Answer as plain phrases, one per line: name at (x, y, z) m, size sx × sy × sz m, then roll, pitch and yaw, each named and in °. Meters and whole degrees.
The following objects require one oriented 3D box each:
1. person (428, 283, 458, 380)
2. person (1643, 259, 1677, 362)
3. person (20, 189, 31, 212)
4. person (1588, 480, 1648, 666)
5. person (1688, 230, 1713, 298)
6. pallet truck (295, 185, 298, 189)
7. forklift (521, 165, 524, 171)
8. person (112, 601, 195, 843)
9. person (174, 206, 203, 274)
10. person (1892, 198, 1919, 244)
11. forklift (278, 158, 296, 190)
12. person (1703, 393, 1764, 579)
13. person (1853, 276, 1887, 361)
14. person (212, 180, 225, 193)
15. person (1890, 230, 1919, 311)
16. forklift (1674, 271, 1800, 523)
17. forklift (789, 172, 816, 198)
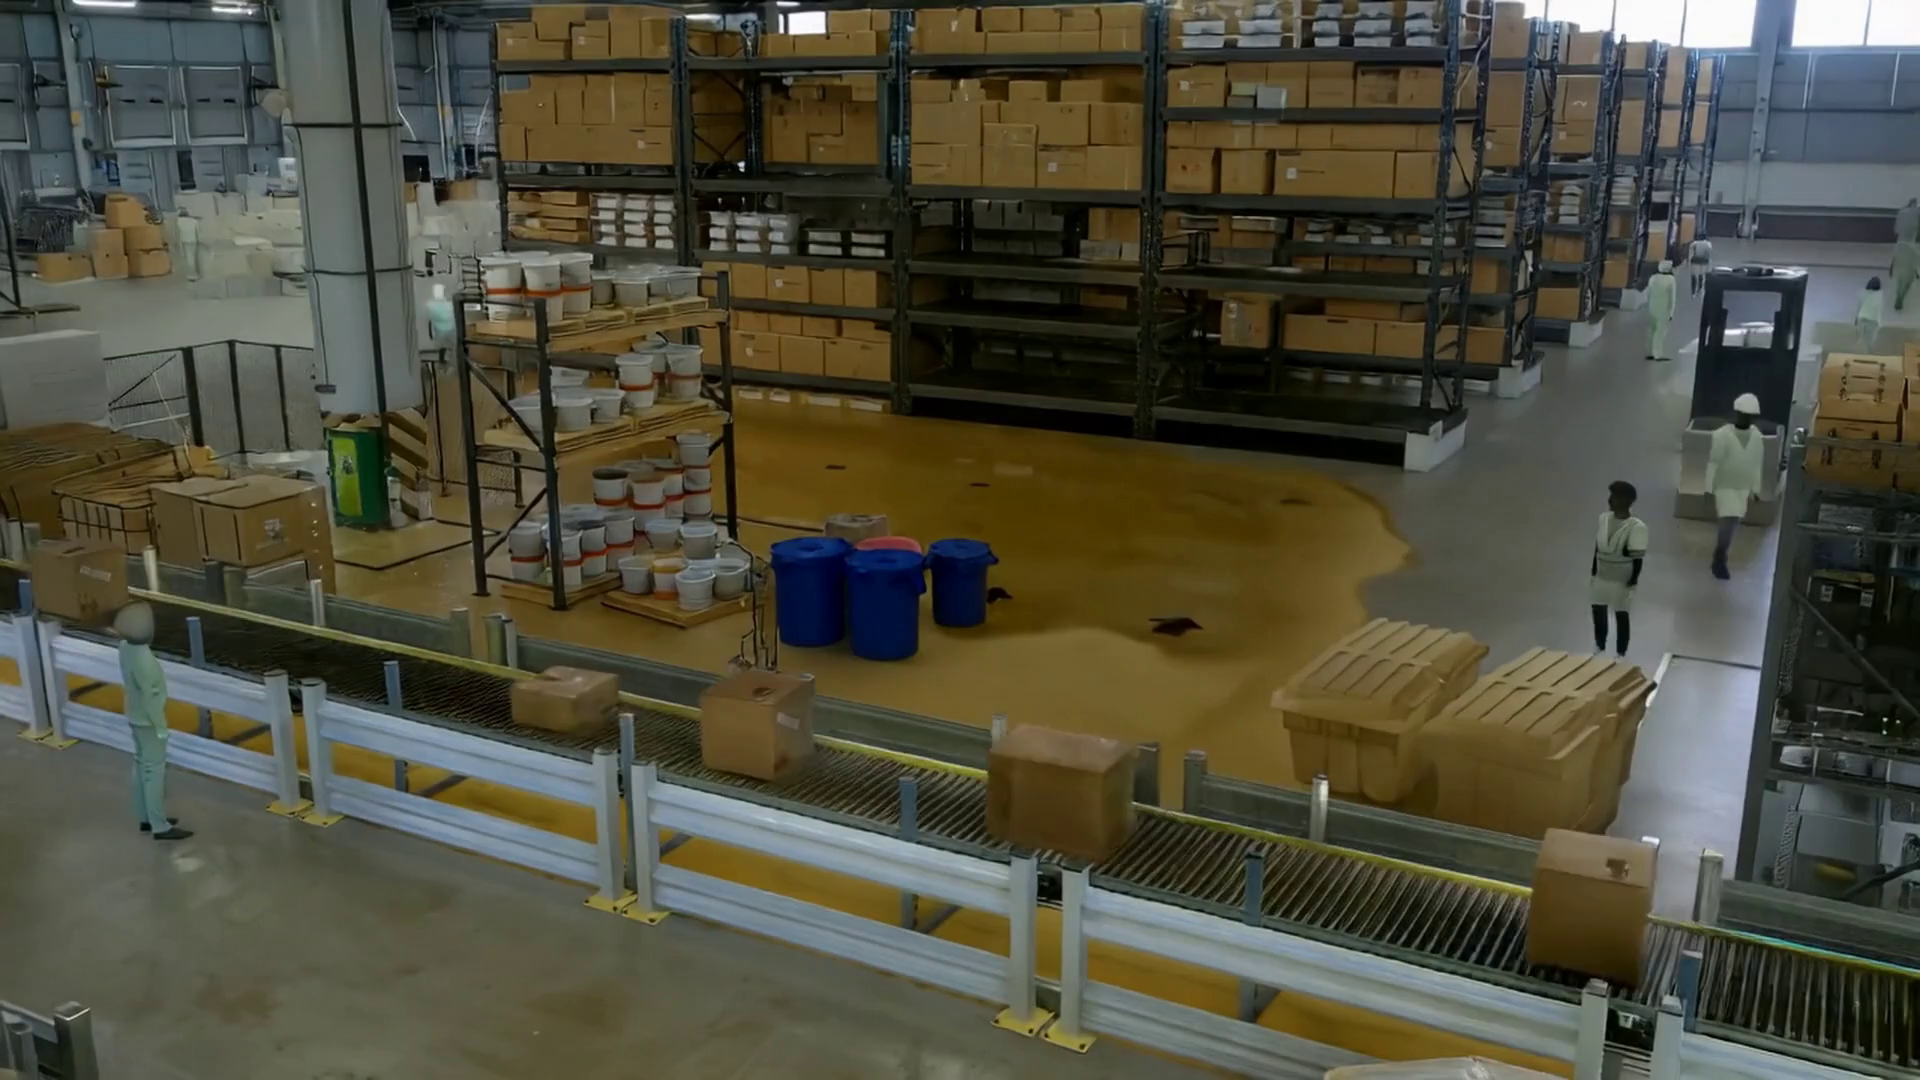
person at (-8.985, -3.645, 29.099) m, size 0.644 × 1.677 × 0.460 m, roll -13°, pitch 20°, yaw -40°
person at (13.141, -4.294, 31.129) m, size 0.398 × 1.899 × 0.647 m, roll -6°, pitch 16°, yaw -21°
person at (-33.373, -11.733, 59.545) m, size 0.534 × 1.663 × 0.865 m, roll 14°, pitch 21°, yaw 43°
person at (5.580, 0.321, 14.164) m, size 0.320 × 1.696 × 0.539 m, roll -6°, pitch 16°, yaw -22°
person at (18.163, -6.774, 40.843) m, size 0.547 × 1.681 × 0.517 m, roll 6°, pitch 16°, yaw 22°
pallet truck at (-26.804, -14.617, 69.738) m, size 1.885 × 1.965 × 0.823 m, roll -14°, pitch 20°, yaw -42°
forklift at (-17.031, -13.602, 64.232) m, size 1.873 × 2.768 × 1.129 m, roll 1°, pitch 15°, yaw 2°
person at (-5.359, 1.195, 10.992) m, size 0.288 × 1.634 × 0.499 m, roll -13°, pitch 20°, yaw -40°
person at (-21.706, -8.427, 46.717) m, size 0.665 × 1.865 × 0.877 m, roll -13°, pitch 19°, yaw -39°
person at (29.032, -9.551, 50.967) m, size 0.721 × 1.856 × 0.816 m, roll 14°, pitch 20°, yaw 41°
forklift at (-22.529, -11.525, 56.427) m, size 1.873 × 2.768 × 1.129 m, roll 8°, pitch 17°, yaw 28°
person at (7.914, -0.540, 16.956) m, size 0.564 × 1.921 × 0.585 m, roll -2°, pitch 15°, yaw -8°
person at (16.884, -4.096, 30.934) m, size 0.503 × 1.614 × 0.673 m, roll 12°, pitch 19°, yaw 37°
person at (-26.736, -12.035, 60.152) m, size 0.629 × 1.936 × 0.372 m, roll 10°, pitch 18°, yaw 33°
person at (21.906, -6.239, 38.529) m, size 0.995 × 1.855 × 0.626 m, roll -12°, pitch 19°, yaw -38°
forklift at (9.269, -1.763, 19.726) m, size 1.129 × 2.768 × 1.873 m, roll 8°, pitch 17°, yaw 27°
forklift at (-5.072, -10.804, 53.713) m, size 1.129 × 2.768 × 1.873 m, roll 8°, pitch 17°, yaw 28°
